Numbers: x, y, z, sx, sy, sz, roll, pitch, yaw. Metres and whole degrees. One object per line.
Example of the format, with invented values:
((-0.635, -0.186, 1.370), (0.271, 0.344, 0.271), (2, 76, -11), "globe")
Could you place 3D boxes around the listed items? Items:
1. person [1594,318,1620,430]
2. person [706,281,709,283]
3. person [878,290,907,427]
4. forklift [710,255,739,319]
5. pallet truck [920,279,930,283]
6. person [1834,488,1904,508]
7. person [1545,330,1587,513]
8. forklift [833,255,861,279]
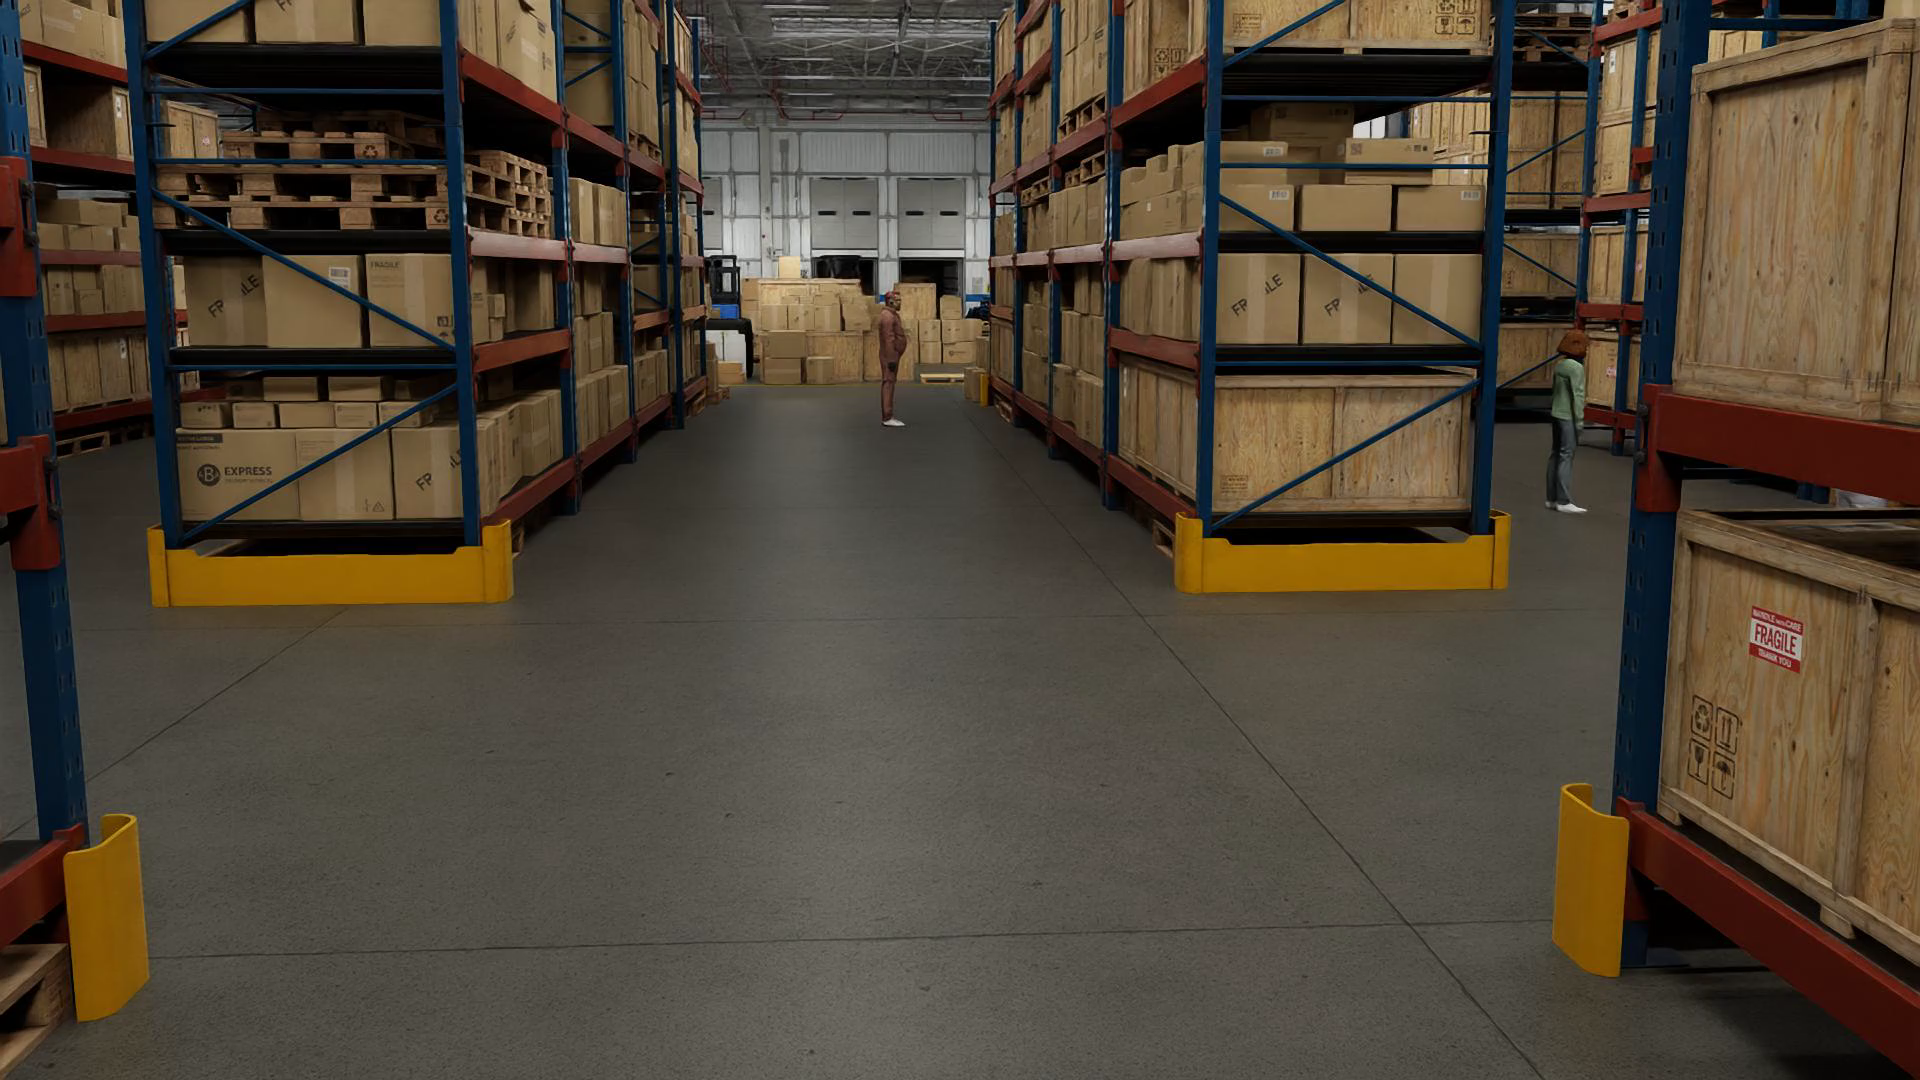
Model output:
((8.904, -2.324, 22.804), (0.314, 1.642, 0.514), (0, 9, -2), "person")
((-9.435, -8.731, 62.272), (0.360, 1.884, 0.574), (0, 9, -2), "person")
((-0.947, -2.551, 23.393), (0.401, 1.910, 0.640), (0, 9, -2), "person")
((-8.368, -8.713, 59.038), (1.129, 2.768, 1.873), (-1, 9, -4), "forklift")
((-0.932, -8.922, 63.114), (1.885, 1.965, 0.823), (2, 9, 13), "pallet truck")
((5.055, -0.277, 9.303), (0.395, 1.847, 0.564), (0, 9, -2), "person")
((5.453, -1.063, 14.904), (0.285, 1.634, 0.499), (0, 9, -2), "person")
((-3.925, -8.540, 57.952), (1.129, 2.768, 1.873), (-5, 11, -30), "forklift")
